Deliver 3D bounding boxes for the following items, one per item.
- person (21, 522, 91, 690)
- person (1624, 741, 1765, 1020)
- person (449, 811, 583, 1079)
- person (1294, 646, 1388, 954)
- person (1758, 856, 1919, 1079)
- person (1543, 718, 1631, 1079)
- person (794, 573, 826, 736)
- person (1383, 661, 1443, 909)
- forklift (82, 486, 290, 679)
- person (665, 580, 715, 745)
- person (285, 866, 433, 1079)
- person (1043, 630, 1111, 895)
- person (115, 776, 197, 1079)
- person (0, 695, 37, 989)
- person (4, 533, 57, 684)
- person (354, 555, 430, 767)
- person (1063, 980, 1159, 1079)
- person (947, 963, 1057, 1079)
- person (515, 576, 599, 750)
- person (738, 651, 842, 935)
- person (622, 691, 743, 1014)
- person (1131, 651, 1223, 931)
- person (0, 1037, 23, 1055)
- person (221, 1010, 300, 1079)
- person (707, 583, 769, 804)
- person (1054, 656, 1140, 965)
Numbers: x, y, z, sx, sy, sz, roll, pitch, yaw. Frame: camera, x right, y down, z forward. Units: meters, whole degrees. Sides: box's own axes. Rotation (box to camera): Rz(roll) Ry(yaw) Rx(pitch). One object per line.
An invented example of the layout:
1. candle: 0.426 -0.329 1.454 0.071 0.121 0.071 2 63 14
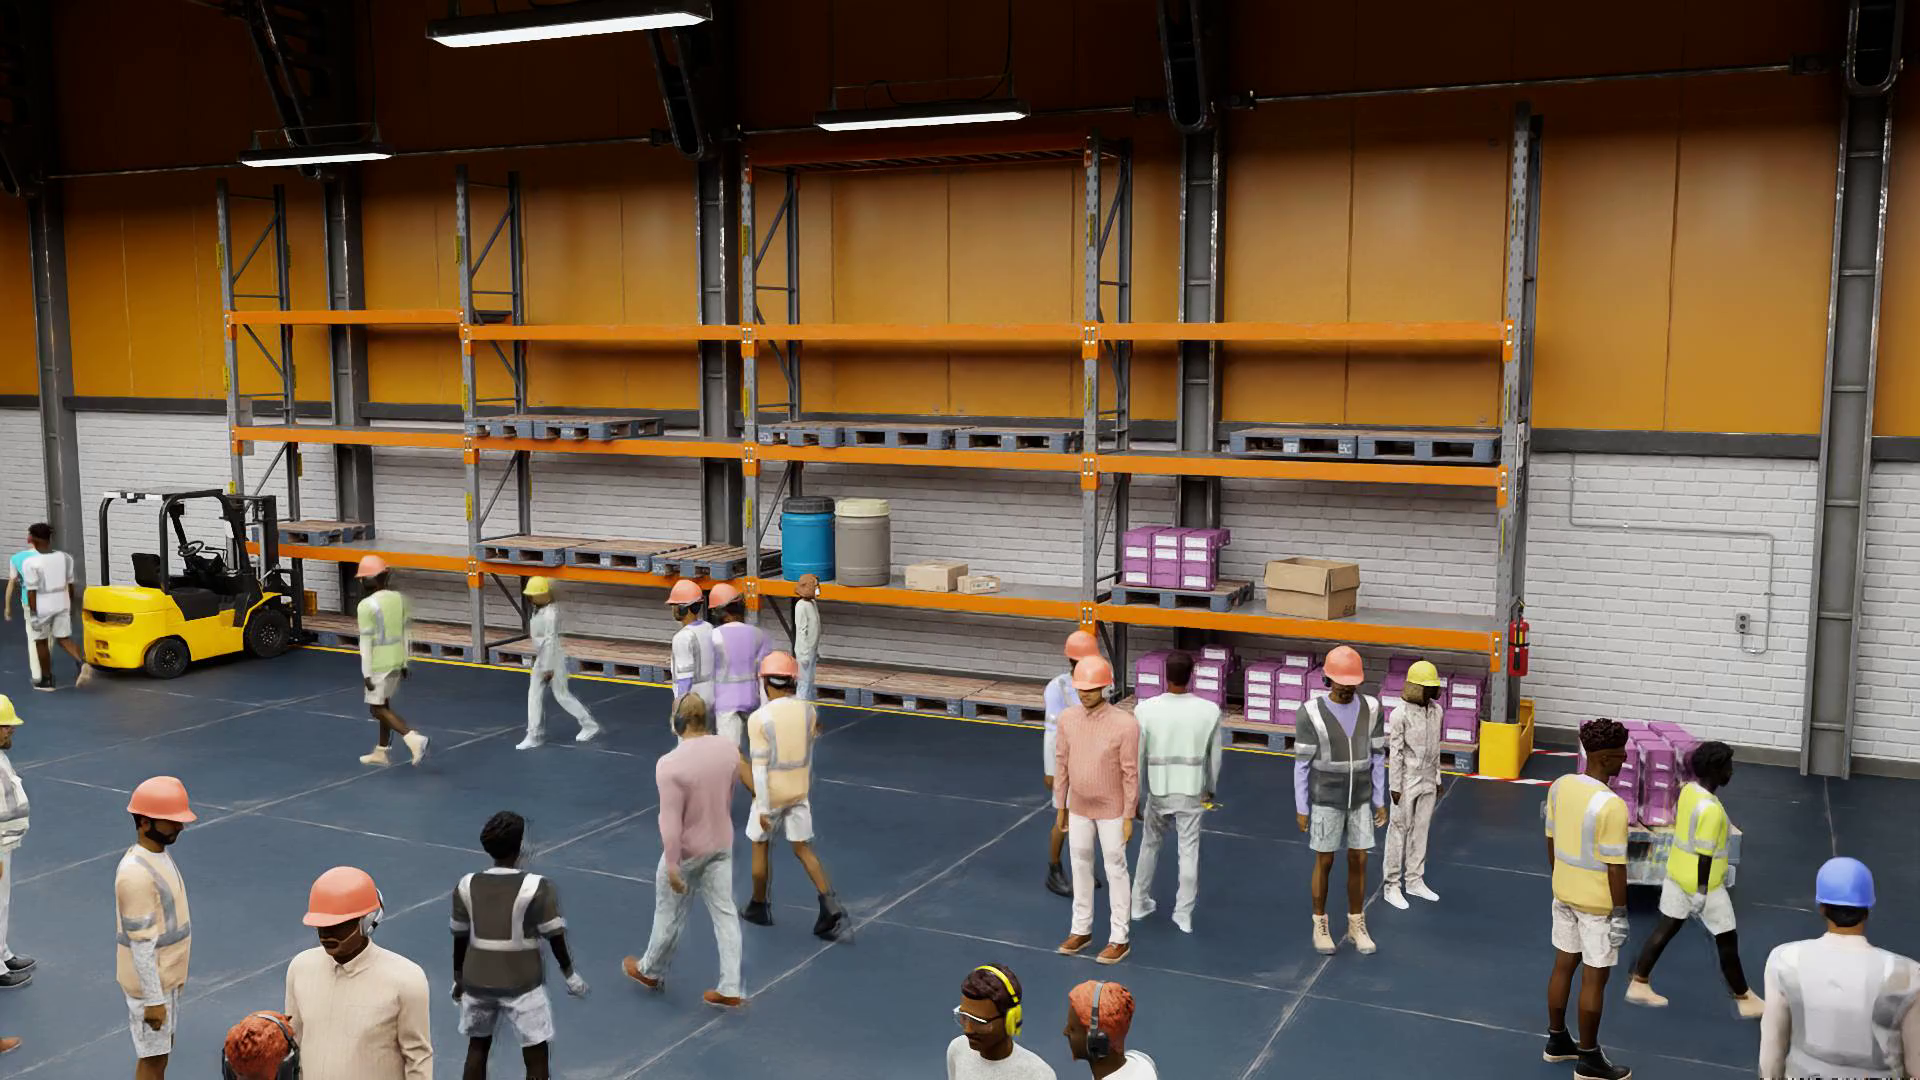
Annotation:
1. person: -10.174 0.761 18.689 0.779 1.938 0.620 4 8 28
2. person: 4.367 1.983 9.773 0.859 1.648 0.537 0 7 3
3. person: -2.214 2.176 8.144 0.679 1.664 0.420 2 7 14
4. person: 2.472 1.678 10.767 0.624 2.028 0.410 -1 7 -10
5. person: 3.512 2.225 6.625 0.634 1.926 0.779 6 9 42
6. person: 3.405 1.921 8.985 0.364 1.964 0.612 -2 7 -13
7. person: -1.522 1.146 16.755 0.284 1.633 0.500 1 7 8
8. person: 3.219 1.704 11.694 0.492 1.742 0.324 -4 8 -32
9. forklift: -9.426 0.454 20.179 1.214 2.155 2.313 3 8 26
10. person: -2.193 1.337 13.497 0.394 2.041 0.612 2 7 15
11. person: -2.325 2.221 6.392 0.609 1.995 0.378 1 7 11
12. person: 0.886 1.582 11.953 0.650 1.924 0.418 -5 9 -38
13. person: -3.787 2.072 7.901 0.374 1.929 0.542 -2 7 -18
14. person: -5.929 1.849 10.211 0.403 1.818 0.601 -4 8 -28
15. person: -10.704 0.752 19.295 0.691 1.797 0.728 -4 8 -31
16. person: -5.243 1.137 15.312 0.799 2.014 0.604 3 7 21
17. person: 0.509 2.384 5.560 0.355 1.876 0.574 3 7 21
18. person: 0.119 2.364 5.763 0.505 1.864 0.335 7 10 44
19. person: -3.953 1.172 16.245 0.792 1.706 0.486 -5 9 -37
20. person: -1.145 1.699 11.126 0.546 1.897 0.845 -5 9 -37
21. person: -1.643 1.832 9.977 0.961 1.891 0.646 6 9 43
22. person: 1.451 1.681 11.240 0.615 1.902 0.579 1 7 6
23. person: -5.500 1.948 8.929 0.628 1.923 0.656 -3 8 -25
24. person: -2.185 2.417 5.277 0.579 1.880 0.354 1 7 6
25. person: -1.817 1.355 13.635 0.621 1.989 1.042 -6 9 -41
26. person: 0.859 1.714 10.649 0.608 1.987 0.410 5 8 33
